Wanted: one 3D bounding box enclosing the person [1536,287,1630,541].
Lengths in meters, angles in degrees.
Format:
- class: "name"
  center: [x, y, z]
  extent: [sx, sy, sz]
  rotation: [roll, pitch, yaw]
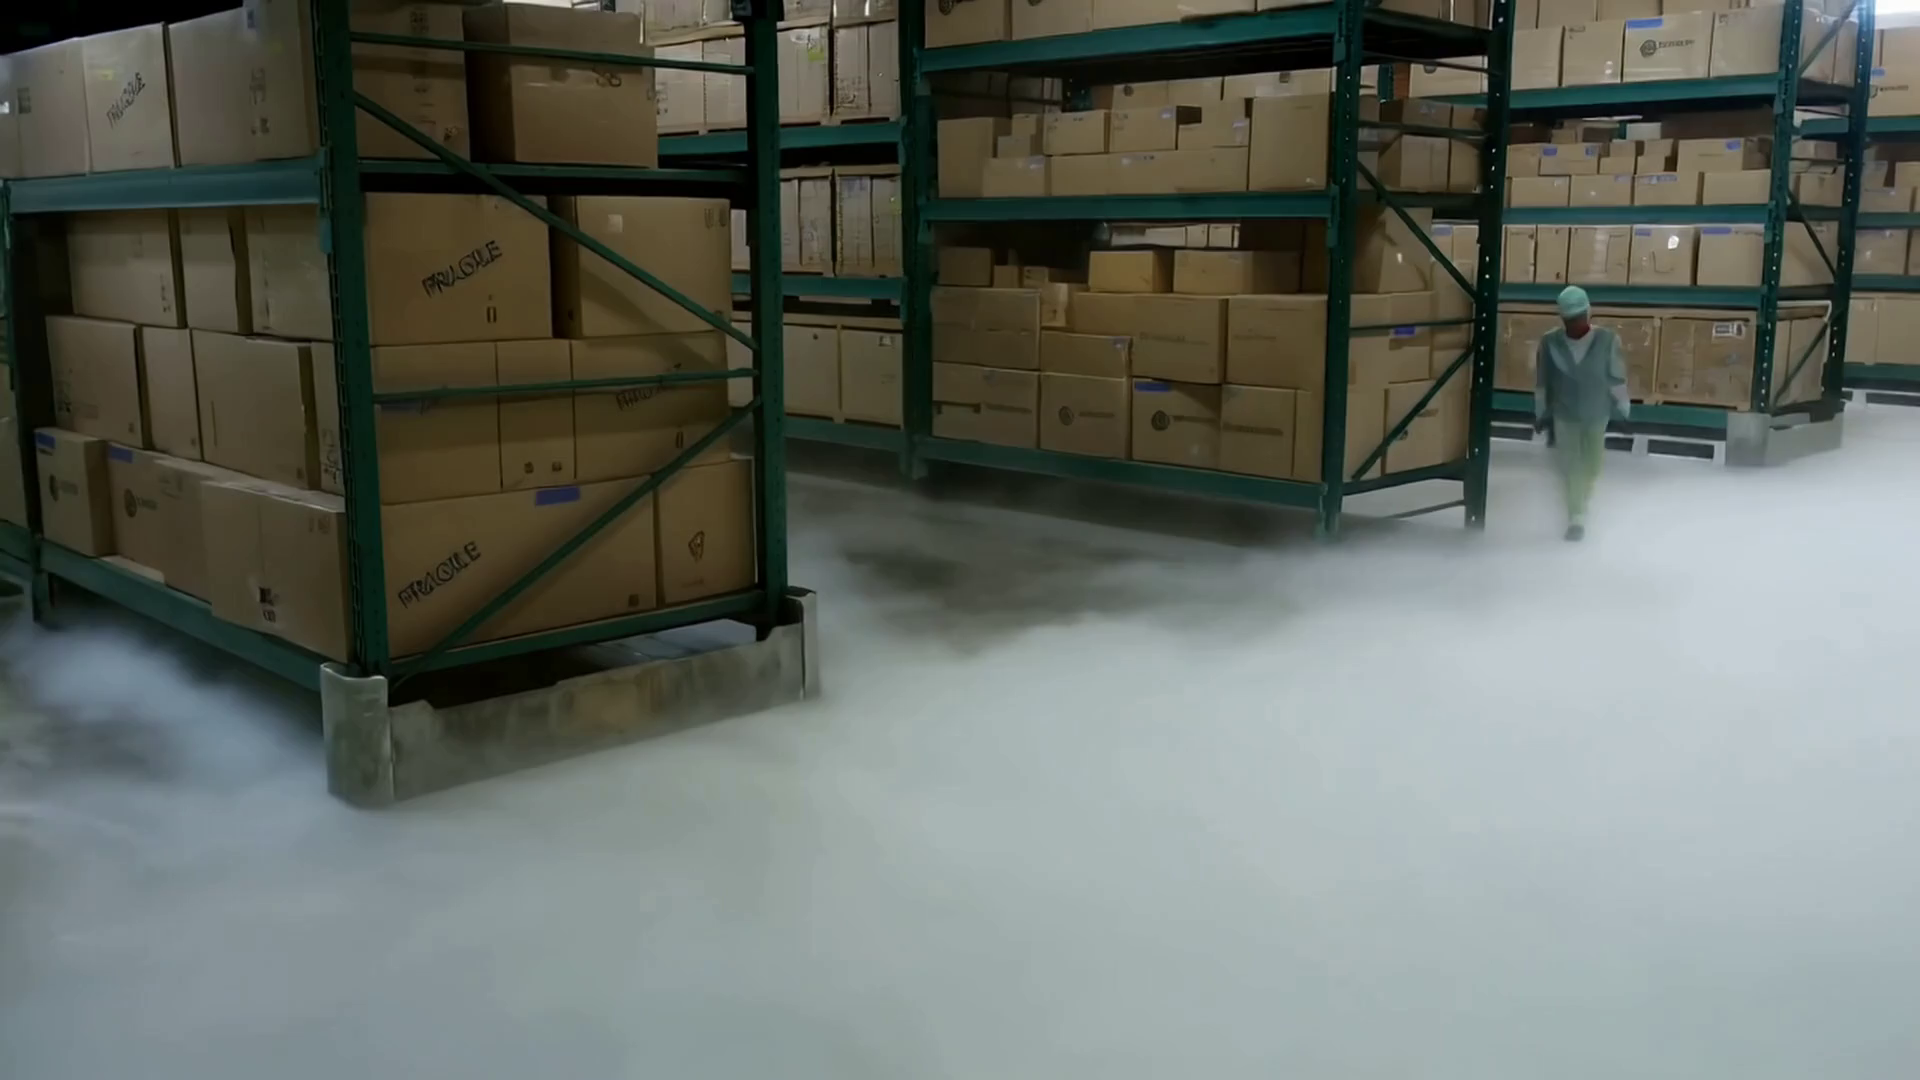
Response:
- class: "person"
  center: [4.448, -0.922, 11.915]
  extent: [0.646, 1.783, 0.859]
  rotation: [4, 11, 21]
